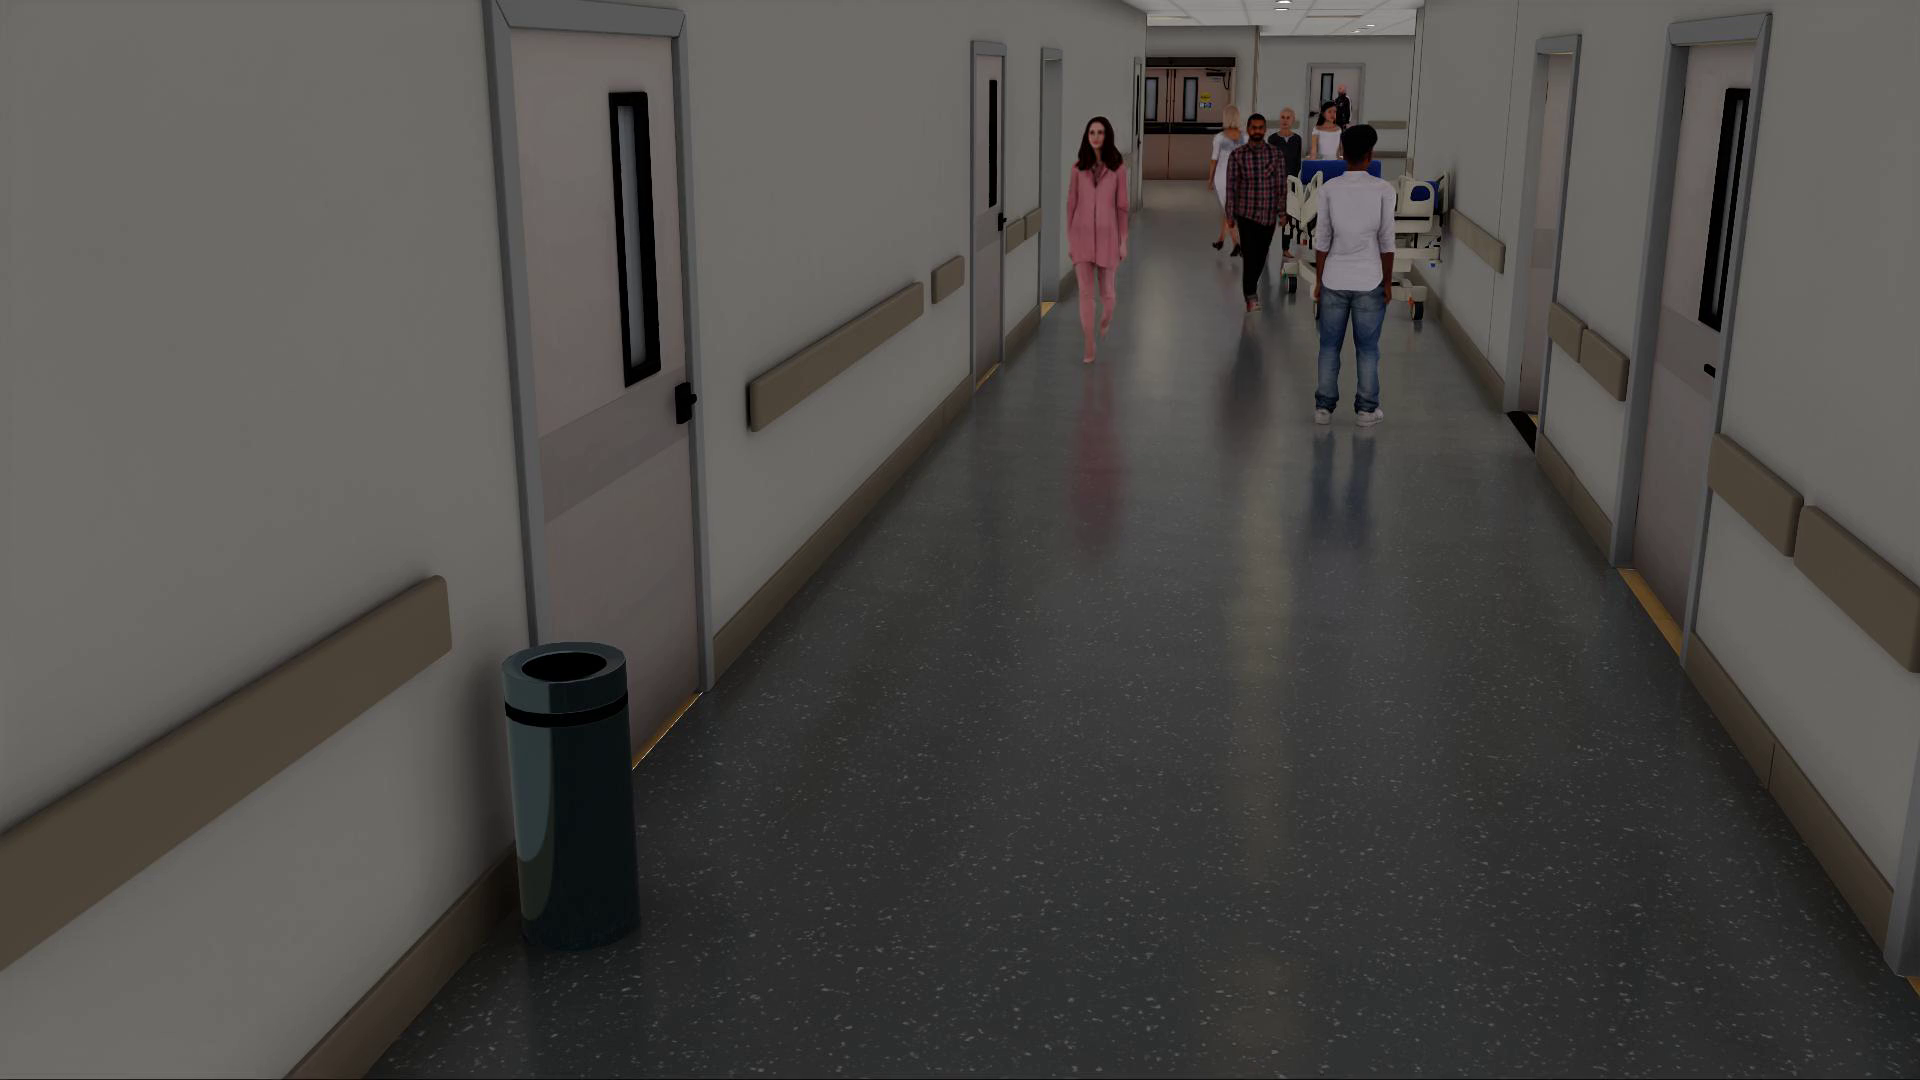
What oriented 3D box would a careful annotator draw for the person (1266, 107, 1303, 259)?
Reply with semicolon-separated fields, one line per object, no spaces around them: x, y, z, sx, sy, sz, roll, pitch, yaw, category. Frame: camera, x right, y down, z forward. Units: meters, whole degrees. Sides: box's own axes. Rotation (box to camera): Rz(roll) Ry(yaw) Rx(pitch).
3.777;-4.198;19.505;0.544;1.726;0.712;-1;16;-4;person

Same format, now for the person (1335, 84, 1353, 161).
8.751;-9.497;38.102;0.795;1.836;0.765;-8;18;-27;person

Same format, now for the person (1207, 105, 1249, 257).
3.131;-4.086;19.168;1.093;1.694;0.946;-4;16;-15;person

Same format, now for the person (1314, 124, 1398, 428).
2.400;-1.614;10.177;0.591;1.816;0.750;7;17;22;person

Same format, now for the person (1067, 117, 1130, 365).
1.033;-2.228;12.417;0.944;1.781;0.681;3;16;11;person

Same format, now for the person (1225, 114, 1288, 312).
2.669;-2.931;15.026;1.152;1.718;0.937;-1;16;-4;person

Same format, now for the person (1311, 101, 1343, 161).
4.357;-4.385;20.185;1.232;1.718;1.003;-4;16;-13;person
